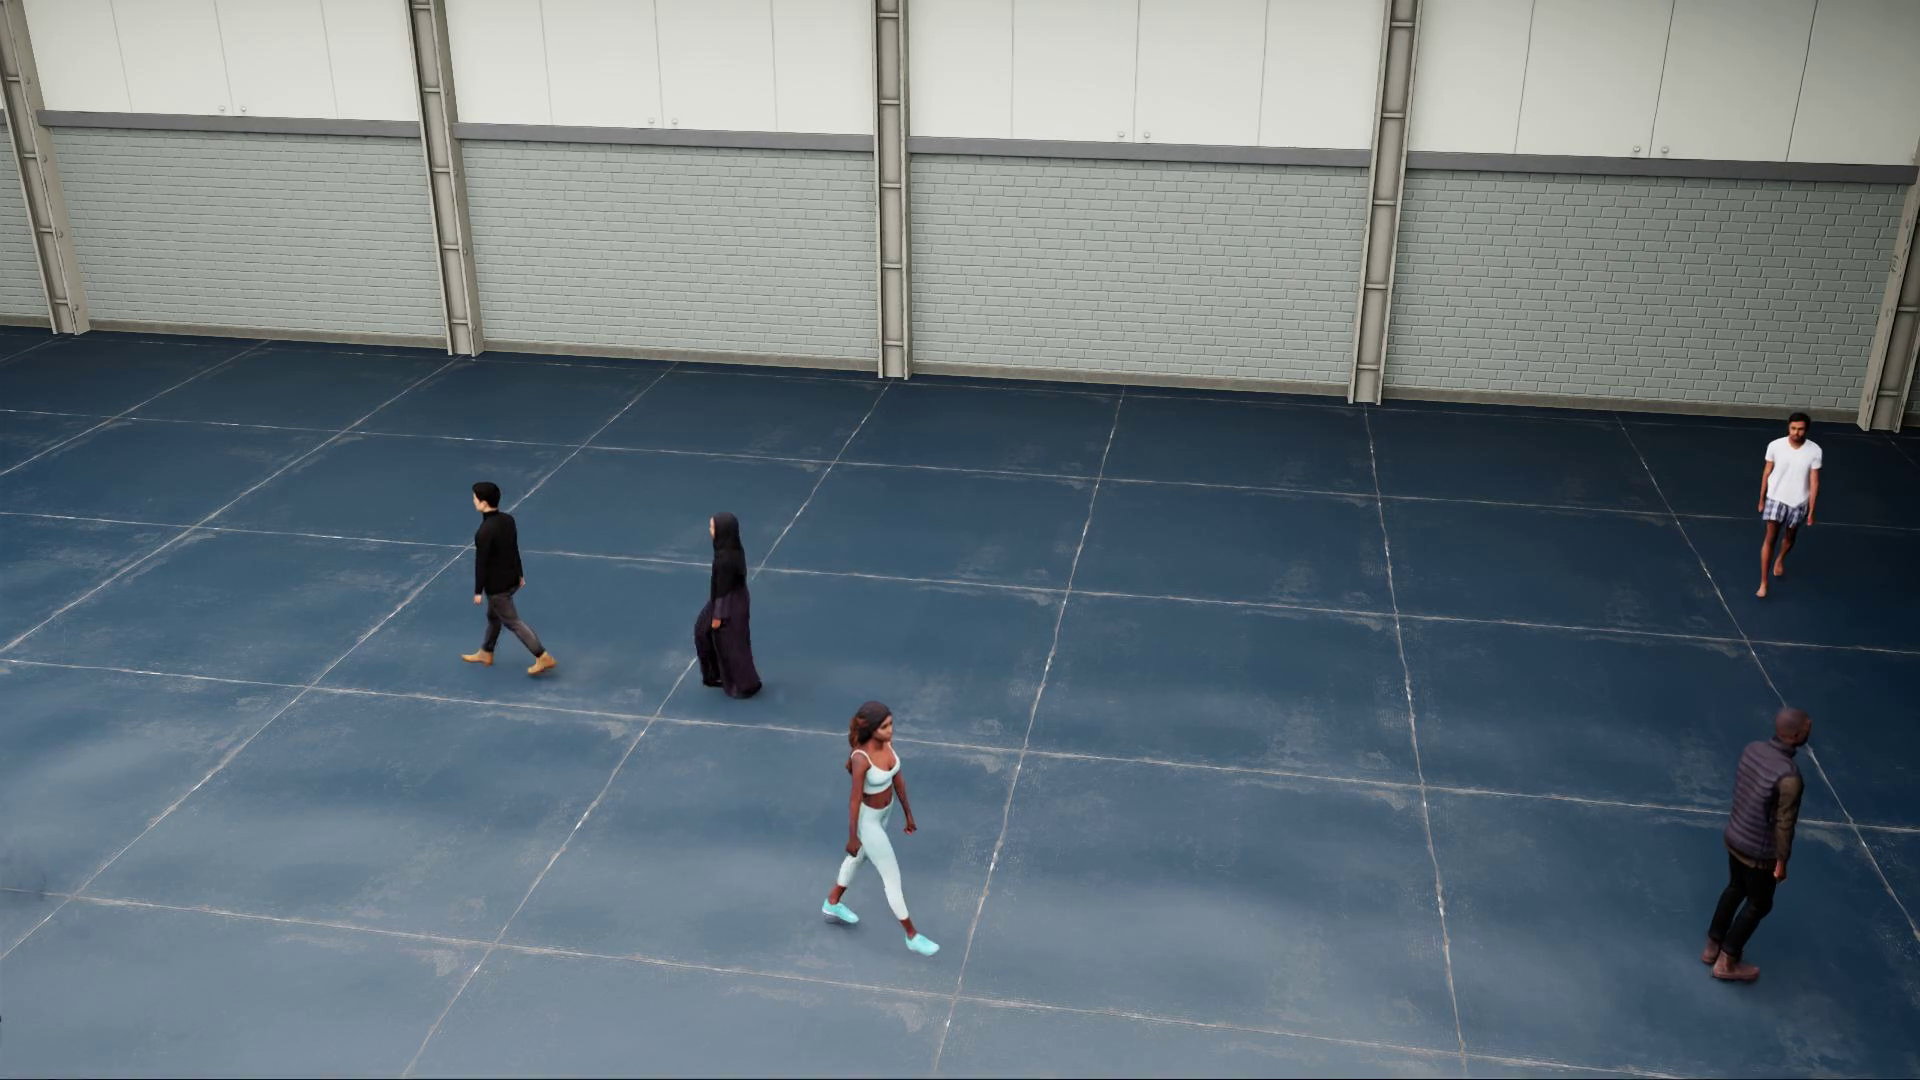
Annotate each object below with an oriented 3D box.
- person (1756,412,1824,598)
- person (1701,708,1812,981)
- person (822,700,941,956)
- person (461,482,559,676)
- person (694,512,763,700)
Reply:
[{"bbox_3d":[7.690,-0.373,15.422,1.125,1.694,0.915,11,25,24],"label":"person"},{"bbox_3d":[4.793,1.844,10.043,0.709,1.822,0.768,-1,23,-3],"label":"person"},{"bbox_3d":[-0.608,1.763,10.415,1.182,1.680,0.832,13,26,27],"label":"person"},{"bbox_3d":[-3.725,0.344,13.729,1.105,1.698,0.660,4,23,10],"label":"person"},{"bbox_3d":[-1.779,0.521,13.425,0.842,1.612,0.719,-2,23,-5],"label":"person"}]
